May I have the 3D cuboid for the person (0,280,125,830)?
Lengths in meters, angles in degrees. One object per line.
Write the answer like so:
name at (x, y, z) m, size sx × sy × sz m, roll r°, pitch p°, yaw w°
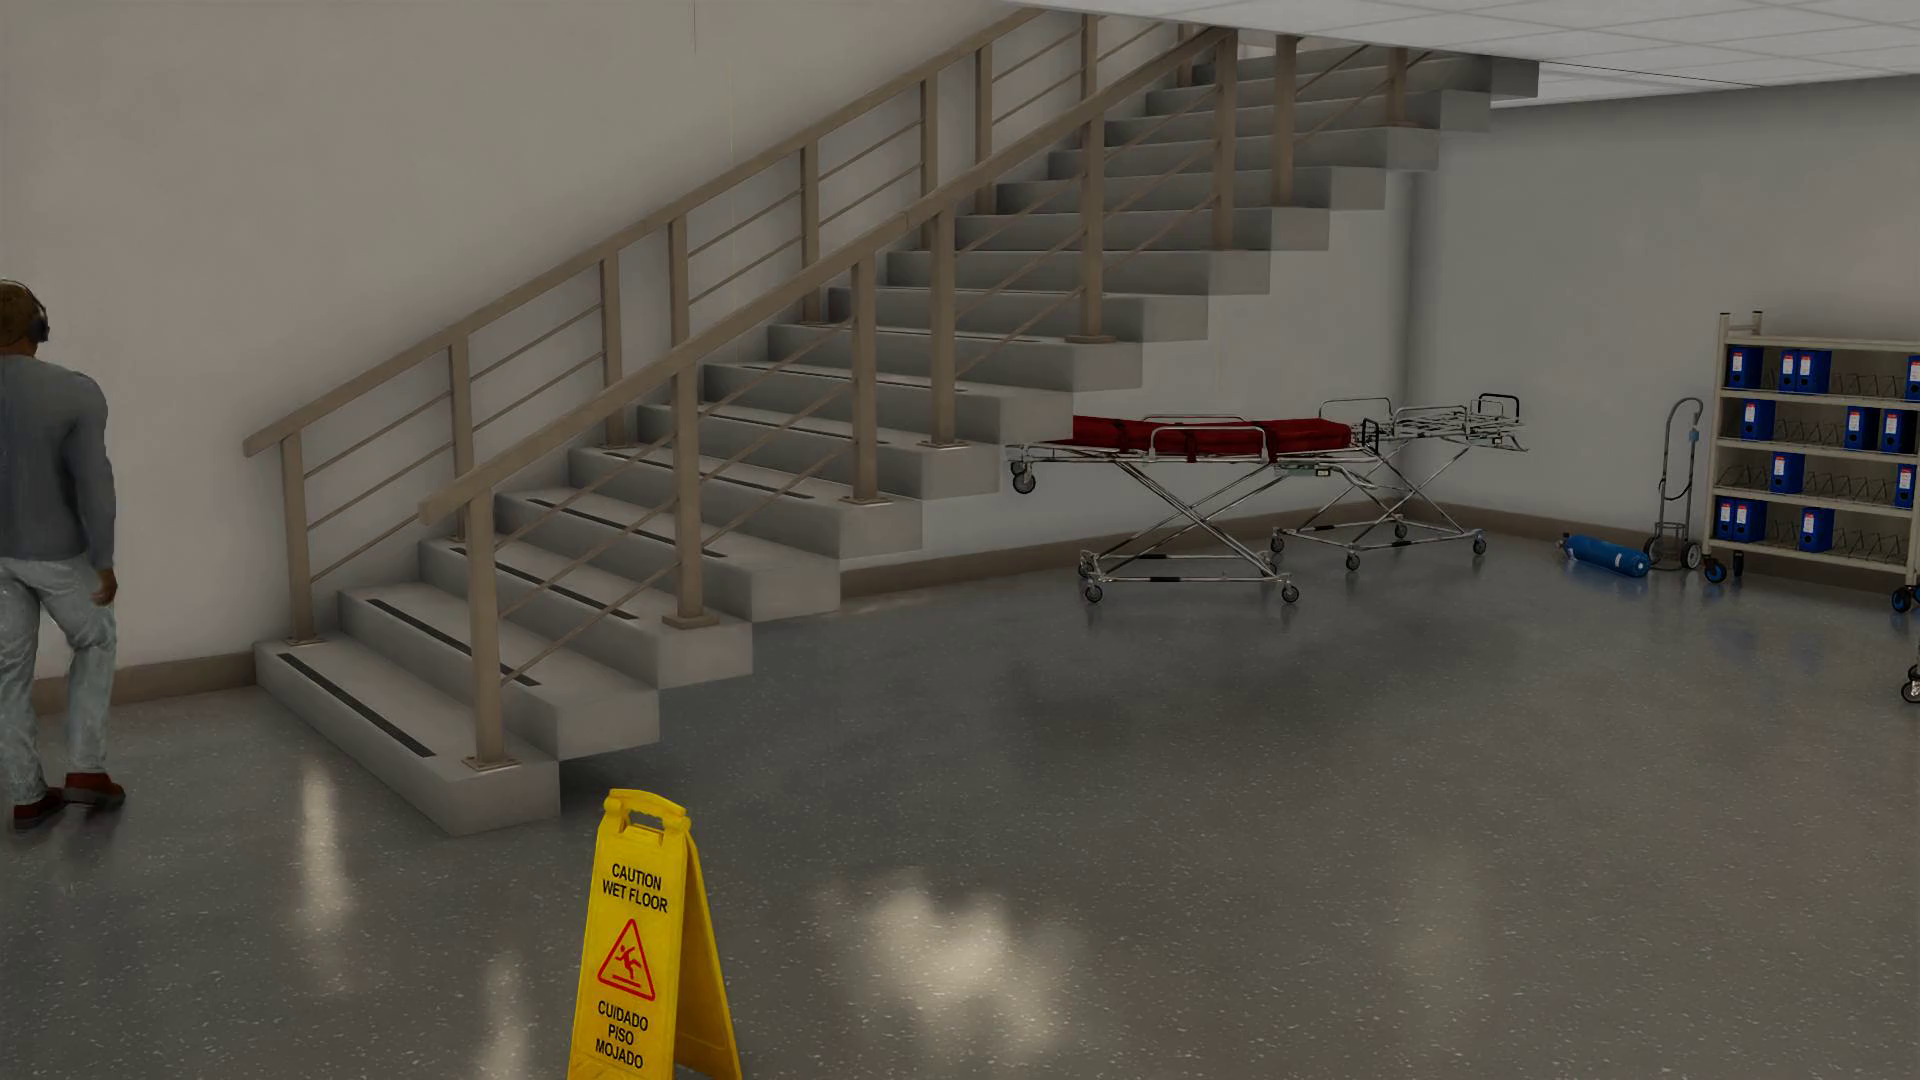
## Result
person at (-3.278, 0.054, 5.882) m, size 0.641 × 1.917 × 0.509 m, roll -1°, pitch 10°, yaw -8°
